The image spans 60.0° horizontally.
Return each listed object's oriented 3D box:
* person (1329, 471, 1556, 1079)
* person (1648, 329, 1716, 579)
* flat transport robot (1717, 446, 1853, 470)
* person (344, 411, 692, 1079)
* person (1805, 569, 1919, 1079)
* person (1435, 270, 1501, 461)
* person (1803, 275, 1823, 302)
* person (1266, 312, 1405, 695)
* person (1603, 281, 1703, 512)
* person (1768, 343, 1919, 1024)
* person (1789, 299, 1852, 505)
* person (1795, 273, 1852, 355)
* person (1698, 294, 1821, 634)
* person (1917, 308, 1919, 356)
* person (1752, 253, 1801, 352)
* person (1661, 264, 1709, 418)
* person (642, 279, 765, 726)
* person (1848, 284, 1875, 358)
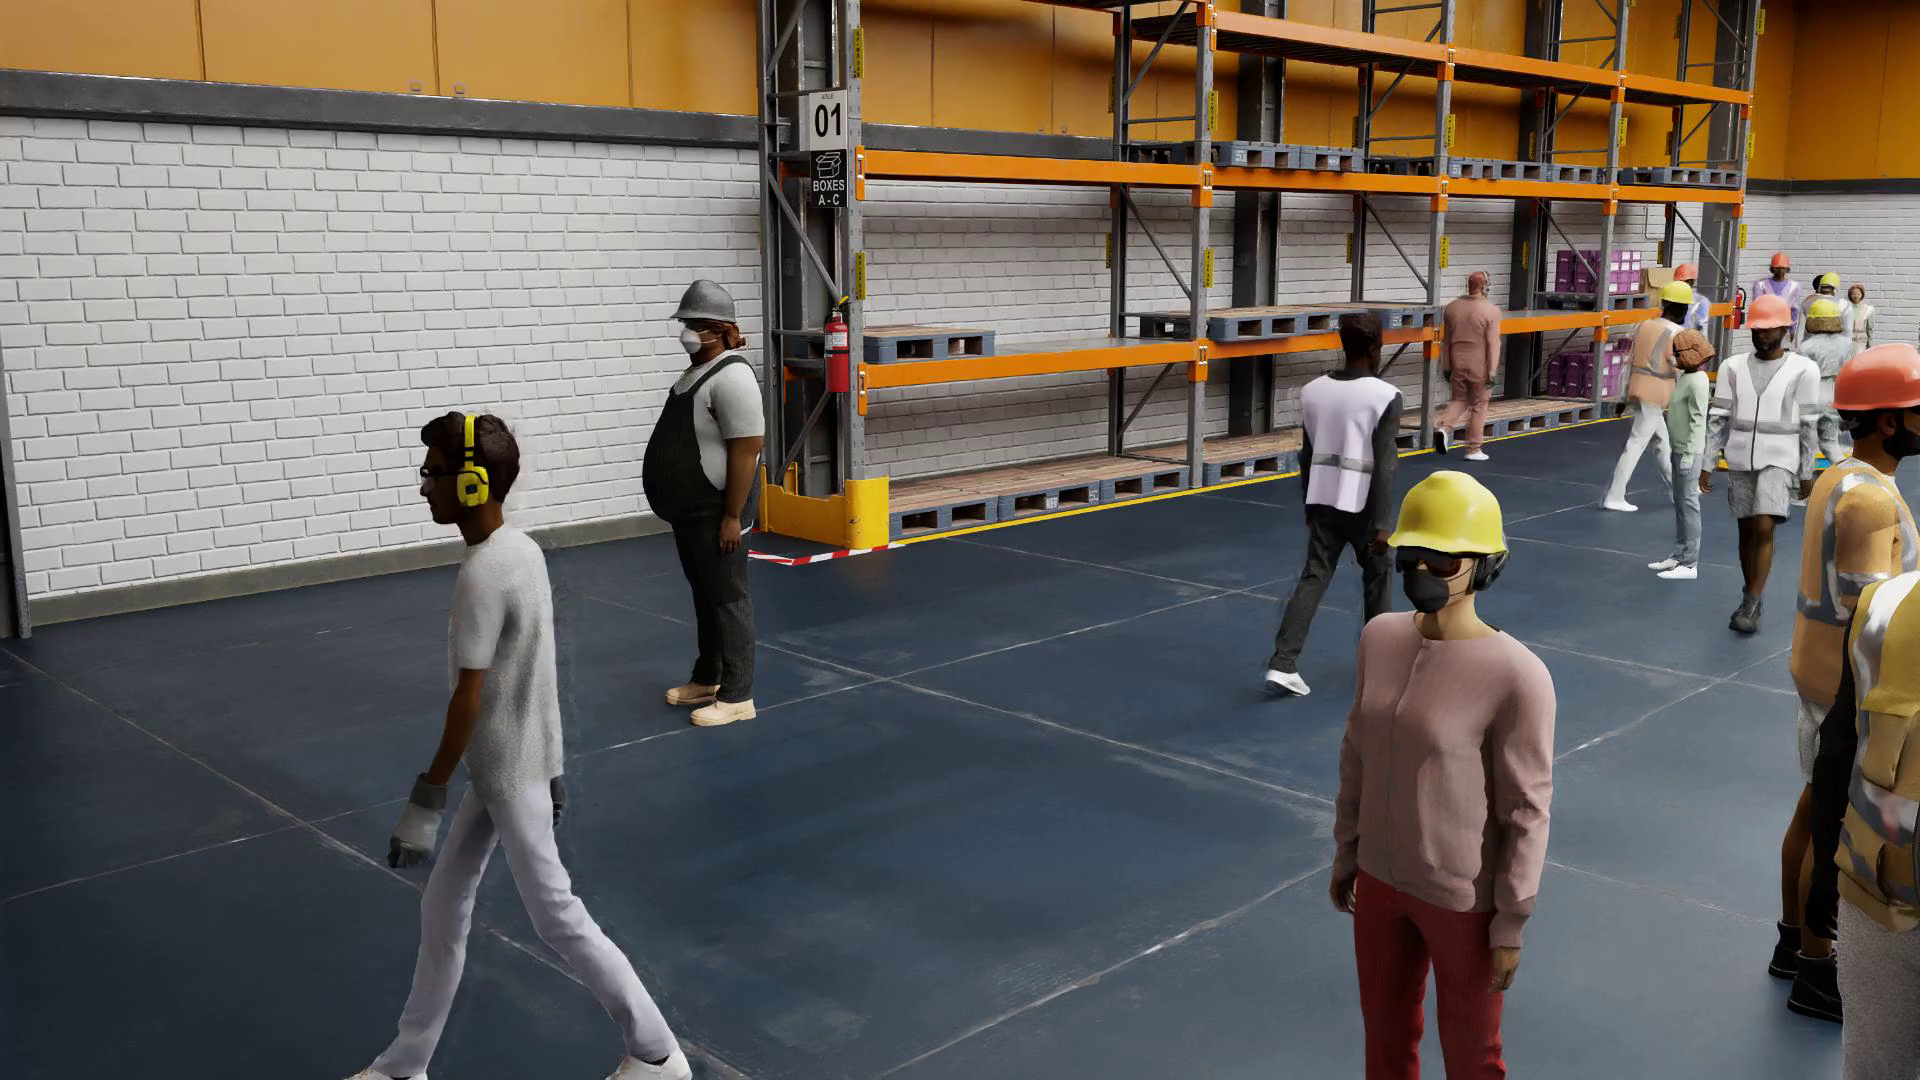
[{"bbox_3d":[0.985,0.730,3.505,0.308,1.772,0.524,-7,12,-32],"label":"person"},{"bbox_3d":[4.750,-0.561,10.913,0.283,1.633,0.498,3,11,14],"label":"person"},{"bbox_3d":[8.014,-0.785,15.852,1.431,0.197,0.652,4,11,23],"label":"flat transport robot"},{"bbox_3d":[-1.153,0.588,4.155,0.968,1.825,0.516,-3,11,-14],"label":"person"},{"bbox_3d":[1.974,0.734,3.288,0.429,1.841,0.634,-7,13,-34],"label":"person"},{"bbox_3d":[5.042,-1.713,16.475,0.557,1.897,0.651,-9,13,-39],"label":"person"},{"bbox_3d":[12.155,-2.924,23.666,0.323,1.690,0.537,-2,11,-9],"label":"person"},{"bbox_3d":[1.872,-0.173,8.154,0.976,1.879,0.605,-9,13,-39],"label":"person"},{"bbox_3d":[5.709,-1.152,13.492,1.003,1.865,0.601,-2,11,-9],"label":"person"},{"bbox_3d":[2.575,0.411,4.770,0.348,1.943,0.543,3,11,17],"label":"person"},{"bbox_3d":[7.067,-1.109,13.631,0.495,1.721,0.651,-2,11,-10],"label":"person"},{"bbox_3d":[10.617,-2.382,20.468,0.595,1.787,0.986,8,13,38],"label":"person"},{"bbox_3d":[4.484,-0.422,9.423,0.561,1.903,0.870,10,15,44],"label":"person"},{"bbox_3d":[12.278,-2.468,20.940,0.641,1.778,1.004,-3,11,-14],"label":"person"},{"bbox_3d":[11.166,-2.921,22.803,0.606,1.985,1.039,4,11,20],"label":"person"},{"bbox_3d":[8.162,-2.170,18.932,0.570,1.905,0.874,10,14,42],"label":"person"},{"bbox_3d":[-1.192,-0.174,7.694,0.539,2.000,0.689,-5,11,-25],"label":"person"},{"bbox_3d":[11.835,-2.598,22.114,0.530,1.606,0.818,4,11,22],"label":"person"}]
